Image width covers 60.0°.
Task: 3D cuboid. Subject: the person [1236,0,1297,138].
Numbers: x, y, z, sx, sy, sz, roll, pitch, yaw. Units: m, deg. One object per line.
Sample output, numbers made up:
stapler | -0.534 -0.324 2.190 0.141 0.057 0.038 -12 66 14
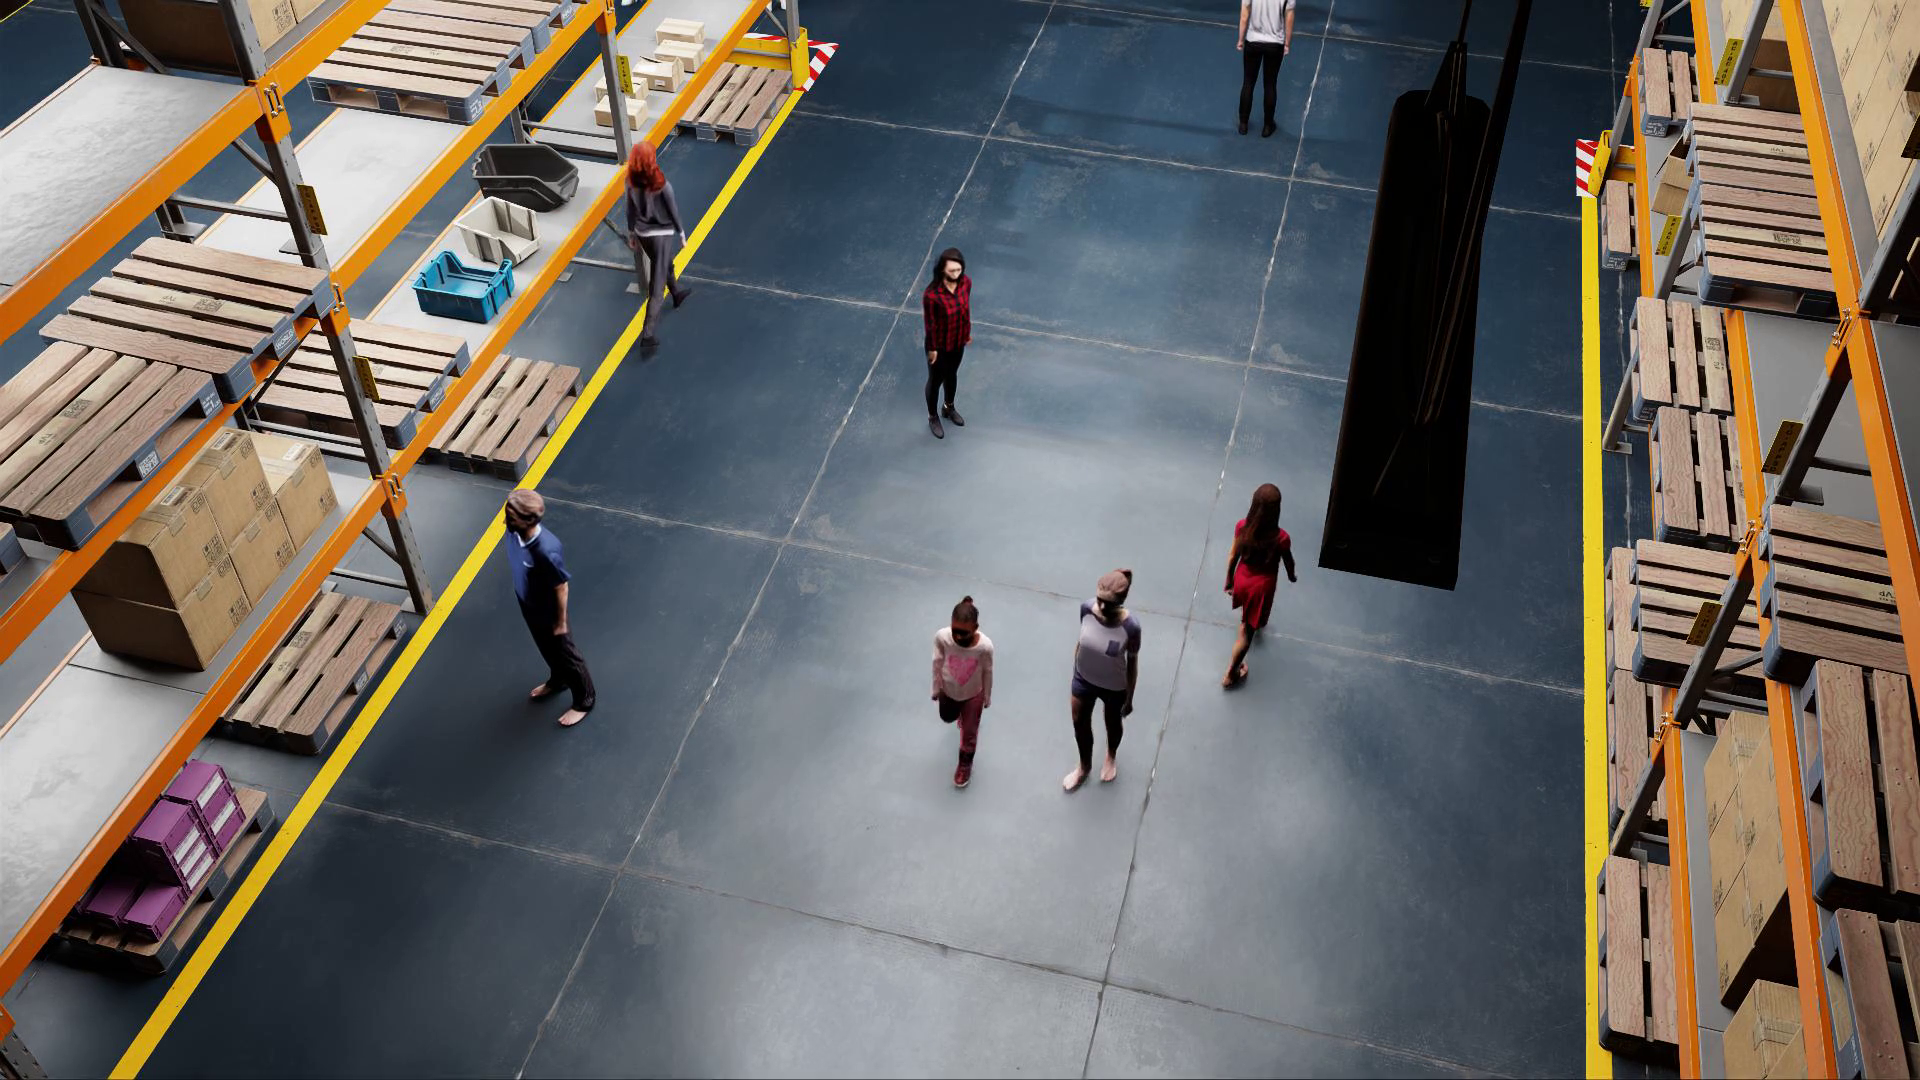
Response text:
person | 2.903 -4.744 15.880 0.652 1.863 0.539 11 45 11

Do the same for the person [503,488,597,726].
person | -2.615 0.400 10.475 0.739 1.872 0.740 -33 53 -30

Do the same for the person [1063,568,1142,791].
person | 0.888 0.821 10.119 0.708 1.754 0.755 22 48 22

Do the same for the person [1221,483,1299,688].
person | 1.880 0.337 10.803 0.773 1.510 1.092 26 49 25

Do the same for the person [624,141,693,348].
person | -2.501 -2.364 13.476 0.714 1.734 1.205 16 46 16

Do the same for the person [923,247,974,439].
person | -0.119 -1.532 12.661 0.632 1.654 0.724 -29 51 -27

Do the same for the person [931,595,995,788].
person | 0.034 0.857 10.315 0.552 1.431 0.827 11 45 12
